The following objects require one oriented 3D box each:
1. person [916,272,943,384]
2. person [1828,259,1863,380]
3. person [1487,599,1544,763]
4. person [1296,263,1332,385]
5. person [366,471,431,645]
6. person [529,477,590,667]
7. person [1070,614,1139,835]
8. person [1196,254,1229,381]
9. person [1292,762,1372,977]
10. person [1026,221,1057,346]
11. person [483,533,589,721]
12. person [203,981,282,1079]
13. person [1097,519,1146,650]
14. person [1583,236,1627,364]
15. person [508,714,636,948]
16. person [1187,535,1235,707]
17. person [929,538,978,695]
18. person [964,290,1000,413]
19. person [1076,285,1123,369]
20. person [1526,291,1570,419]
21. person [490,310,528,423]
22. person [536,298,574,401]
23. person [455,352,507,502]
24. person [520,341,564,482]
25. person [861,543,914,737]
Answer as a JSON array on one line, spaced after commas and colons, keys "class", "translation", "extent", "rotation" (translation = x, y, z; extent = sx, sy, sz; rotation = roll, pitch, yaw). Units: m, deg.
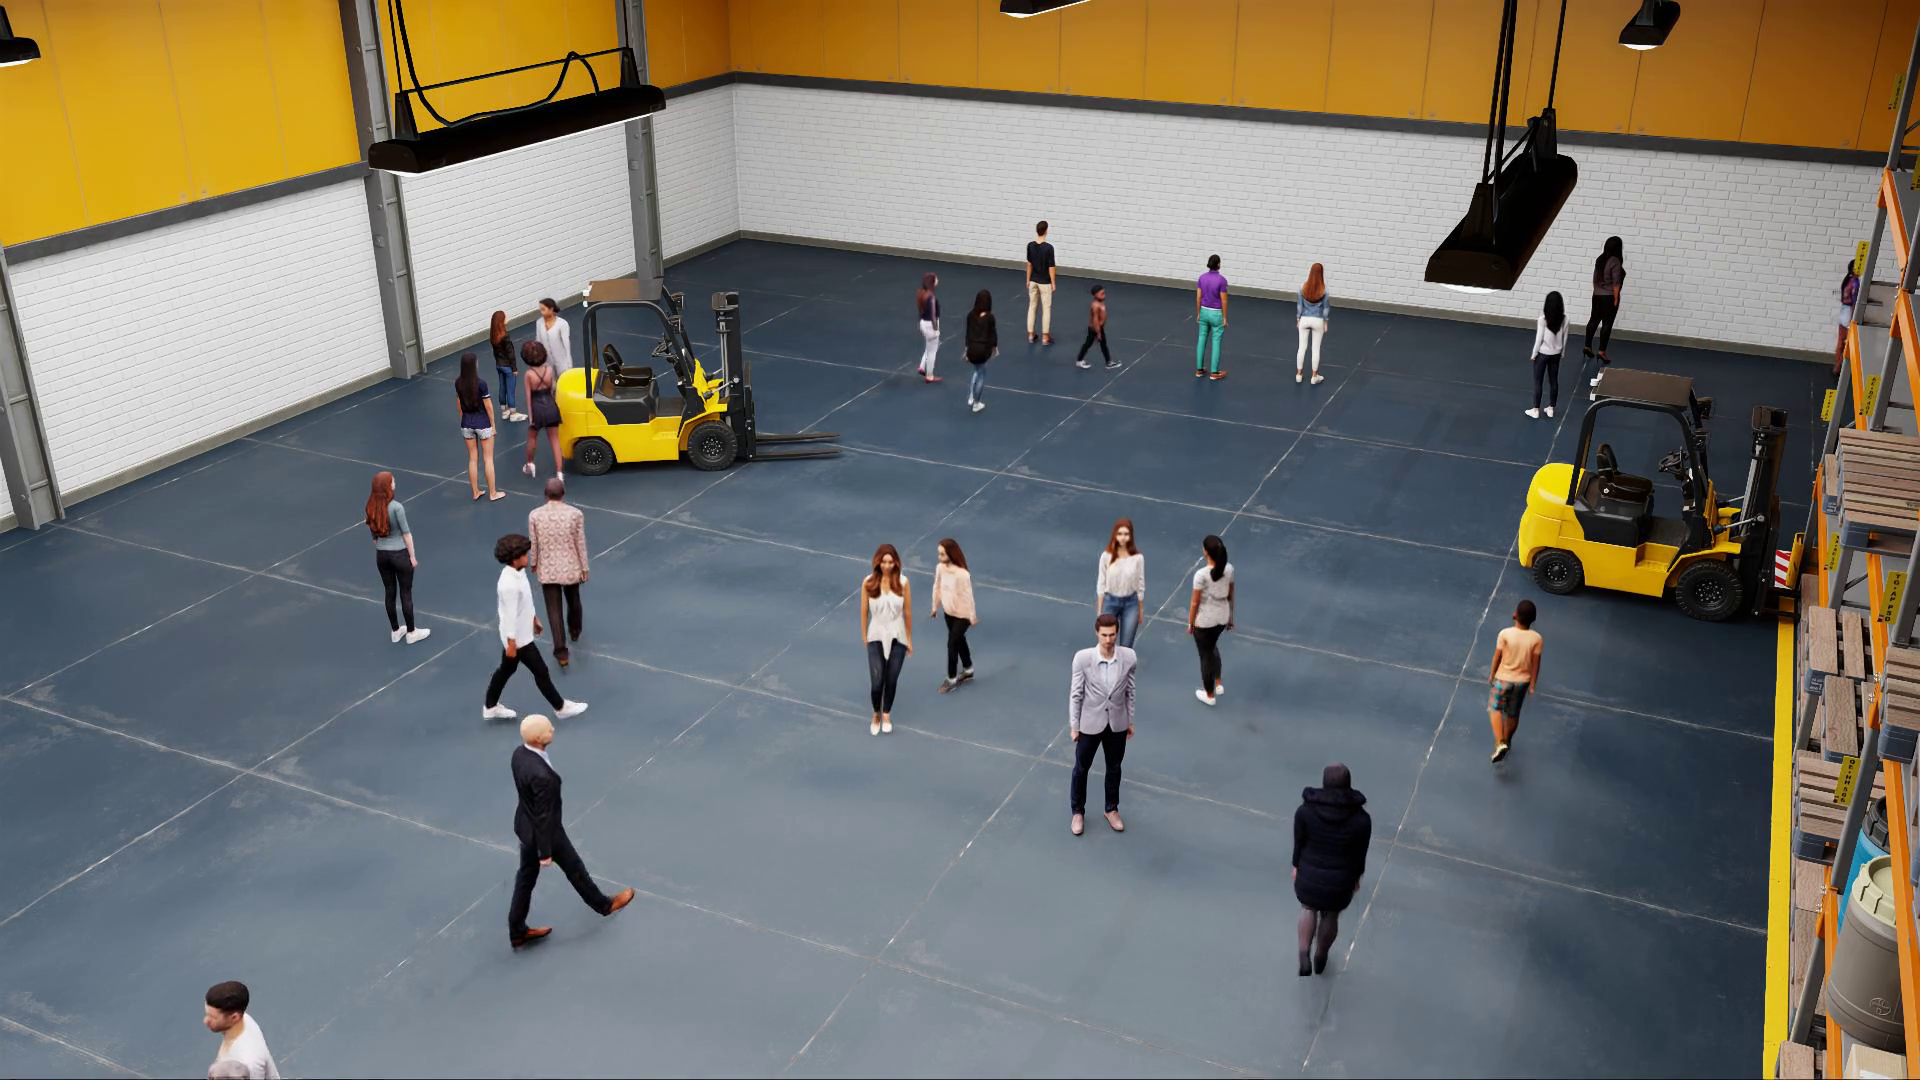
[{"class": "person", "translation": [-0.477, -2.948, 23.179], "extent": [0.781, 1.599, 0.726], "rotation": [-9, 25, -21]}, {"class": "person", "translation": [12.399, -3.091, 23.332], "extent": [0.765, 1.740, 0.677], "rotation": [1, 24, 3]}, {"class": "person", "translation": [4.614, 1.196, 13.885], "extent": [0.682, 1.451, 0.887], "rotation": [3, 24, 7]}, {"class": "person", "translation": [4.917, -3.030, 23.239], "extent": [0.614, 1.702, 0.503], "rotation": [11, 26, 24]}, {"class": "person", "translation": [-5.402, 0.166, 15.876], "extent": [0.603, 1.743, 0.568], "rotation": [8, 25, 17]}, {"class": "person", "translation": [-3.734, 0.323, 15.478], "extent": [1.166, 1.774, 1.256], "rotation": [-6, 24, -14]}, {"class": "person", "translation": [1.109, 1.399, 12.920], "extent": [0.766, 1.852, 0.769], "rotation": [-2, 24, -5]}, {"class": "person", "translation": [3.548, -3.160, 23.453], "extent": [0.663, 1.768, 0.630], "rotation": [16, 28, 32]}, {"class": "person", "translation": [2.460, 2.269, 11.162], "extent": [0.705, 1.665, 0.836], "rotation": [7, 25, 17]}, {"class": "person", "translation": [1.208, -3.860, 24.949], "extent": [0.653, 1.853, 0.561], "rotation": [14, 27, 29]}, {"class": "person", "translation": [-3.908, 0.807, 14.389], "extent": [1.131, 1.760, 1.167], "rotation": [-4, 24, -10]}, {"class": "person", "translation": [-3.694, 3.125, 8.999], "extent": [0.941, 1.830, 0.892], "rotation": [-11, 26, -23]}, {"class": "person", "translation": [1.448, 0.583, 14.959], "extent": [0.731, 1.714, 0.908], "rotation": [3, 24, 6]}, {"class": "person", "translation": [9.359, -3.497, 24.134], "extent": [0.806, 1.842, 0.753], "rotation": [-9, 25, -20]}, {"class": "person", "translation": [-2.978, 2.053, 11.537], "extent": [1.274, 1.761, 1.088], "rotation": [-15, 28, -31]}, {"class": "person", "translation": [2.274, 0.744, 14.691], "extent": [0.672, 1.633, 0.748], "rotation": [-12, 27, -26]}, {"class": "person", "translation": [0.028, 0.649, 15.122], "extent": [0.835, 1.462, 0.751], "rotation": [-18, 29, -35]}, {"class": "person", "translation": [0.231, -2.491, 22.094], "extent": [0.590, 1.632, 0.639], "rotation": [11, 26, 24]}, {"class": "person", "translation": [1.889, -3.036, 23.856], "extent": [0.623, 1.219, 0.842], "rotation": [9, 25, 20]}, {"class": "person", "translation": [7.753, -2.450, 21.916], "extent": [0.699, 1.700, 0.729], "rotation": [-5, 24, -11]}, {"class": "person", "translation": [-5.970, -2.296, 21.833], "extent": [0.614, 1.483, 0.596], "rotation": [19, 30, 37]}, {"class": "person", "translation": [-5.199, -2.328, 21.609], "extent": [0.757, 1.721, 0.893], "rotation": [5, 24, 11]}, {"class": "person", "translation": [-5.583, -1.309, 19.223], "extent": [0.623, 1.766, 0.574], "rotation": [6, 24, 13]}, {"class": "person", "translation": [-4.850, -1.440, 19.521], "extent": [0.954, 1.766, 0.877], "rotation": [-17, 29, -34]}, {"class": "person", "translation": [-0.628, 0.820, 14.347], "extent": [0.692, 1.770, 0.730], "rotation": [-2, 24, -5]}]
